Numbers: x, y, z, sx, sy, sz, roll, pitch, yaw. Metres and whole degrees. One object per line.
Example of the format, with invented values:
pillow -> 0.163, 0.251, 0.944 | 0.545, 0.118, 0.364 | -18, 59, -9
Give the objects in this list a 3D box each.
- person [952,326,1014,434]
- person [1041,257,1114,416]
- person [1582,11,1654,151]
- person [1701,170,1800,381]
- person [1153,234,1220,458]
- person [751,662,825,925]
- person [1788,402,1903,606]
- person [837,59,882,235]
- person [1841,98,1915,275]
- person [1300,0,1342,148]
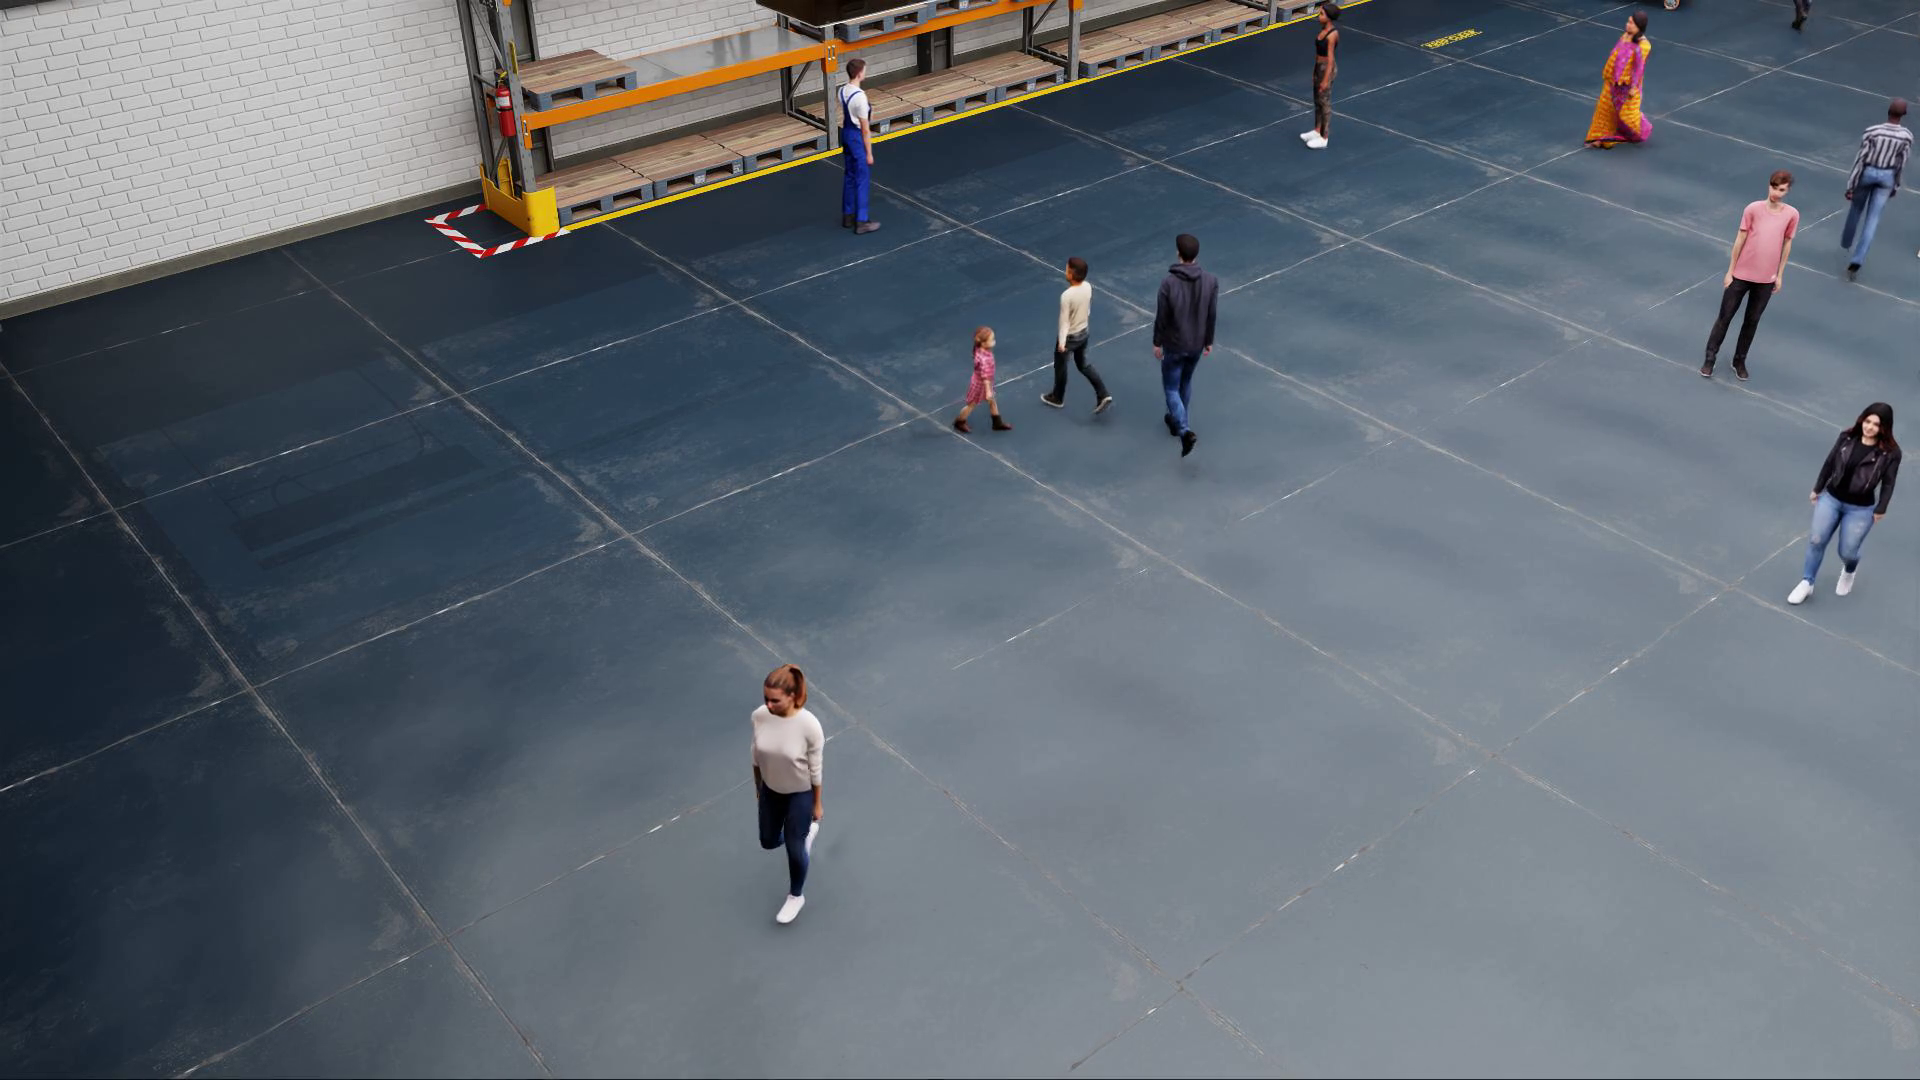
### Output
person -> 0.143, -1.352, 14.173 | 0.779, 1.013, 0.701 | 2, 34, 2
person -> 1.037, -1.732, 14.356 | 0.686, 1.443, 0.902 | 27, 42, 34
person -> 7.954, -5.466, 19.767 | 1.161, 1.671, 0.932 | -9, 35, -13
person -> 7.094, -2.376, 14.859 | 0.709, 1.959, 0.737 | 7, 34, 11
person -> 1.867, -1.569, 13.732 | 1.142, 1.862, 1.049 | -7, 34, -11
person -> -0.920, 1.380, 9.436 | 0.812, 1.708, 0.949 | 14, 36, 20
person -> 6.423, -0.276, 11.998 | 0.739, 1.629, 0.633 | -24, 40, -31
person -> -1.118, -4.202, 17.706 | 0.552, 1.849, 0.622 | -22, 40, -30
person -> 9.223, -3.516, 16.775 | 1.032, 1.736, 1.280 | 12, 36, 18
person -> 4.356, -5.570, 19.898 | 0.689, 1.699, 0.659 | -3, 34, -4
